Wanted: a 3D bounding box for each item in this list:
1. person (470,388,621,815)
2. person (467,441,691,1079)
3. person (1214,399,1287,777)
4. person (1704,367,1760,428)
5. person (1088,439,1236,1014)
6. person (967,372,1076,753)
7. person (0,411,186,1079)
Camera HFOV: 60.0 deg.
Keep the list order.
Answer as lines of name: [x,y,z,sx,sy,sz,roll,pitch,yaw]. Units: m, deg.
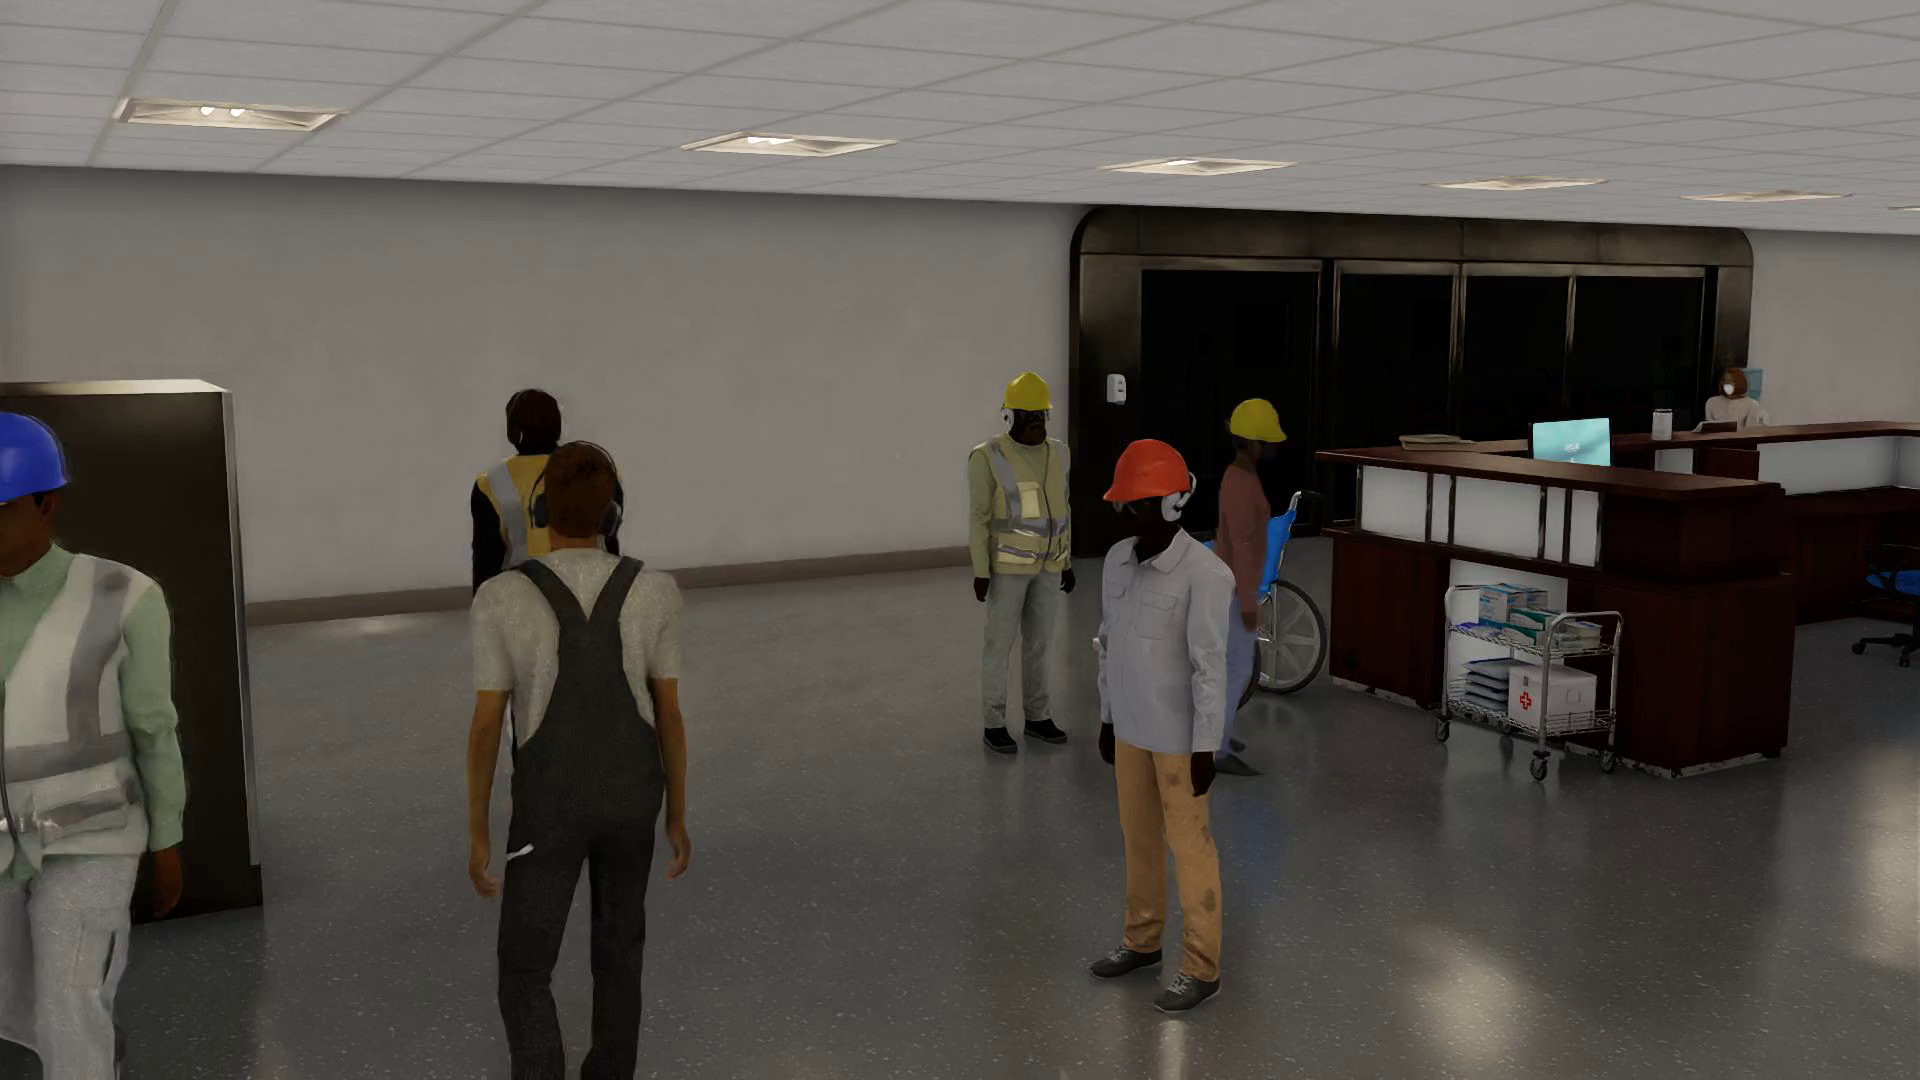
person: [-1.632,0.303,6.675,0.631,1.823,0.737,-5,9,-30]
person: [-0.879,0.684,3.961,0.540,1.818,0.675,-3,9,-24]
person: [1.285,0.218,7.641,0.398,1.727,0.671,1,8,9]
person: [6.860,-0.738,14.918,0.586,1.610,0.531,-7,11,-41]
person: [0.593,0.559,5.111,0.360,1.742,0.563,-5,9,-32]
person: [0.319,0.104,8.070,0.601,1.830,0.404,-5,9,-34]
person: [-2.086,0.654,3.805,0.623,1.922,0.867,-1,8,-8]
